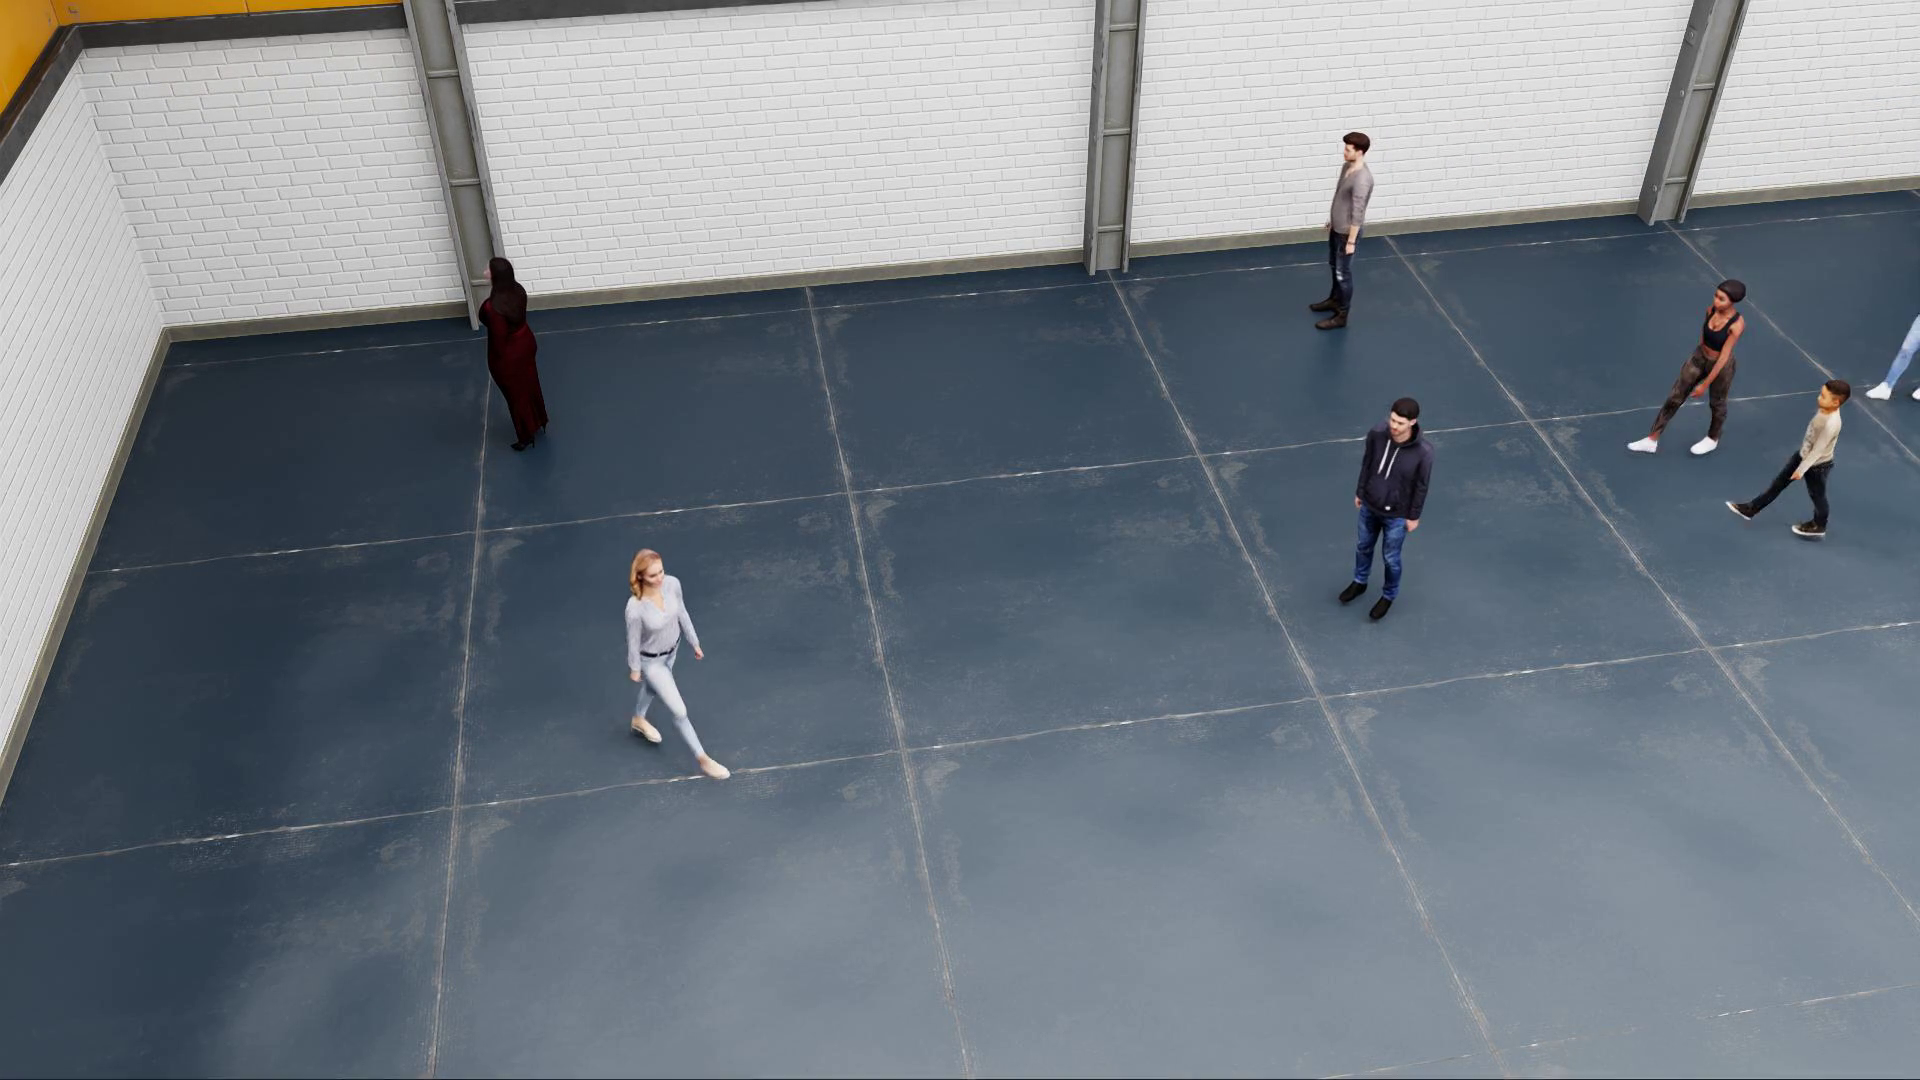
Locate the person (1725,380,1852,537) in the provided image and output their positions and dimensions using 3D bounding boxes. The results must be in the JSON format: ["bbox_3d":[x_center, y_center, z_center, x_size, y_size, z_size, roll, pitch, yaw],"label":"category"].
[{"bbox_3d":[6.676,-0.598,12.853,1.066,1.433,0.769,6,39,8],"label":"person"}]

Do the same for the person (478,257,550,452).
[{"bbox_3d":[-3.697,-1.558,13.794,0.744,1.759,0.753,9,40,11],"label":"person"}]

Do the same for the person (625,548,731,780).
[{"bbox_3d":[-2.021,0.747,10.921,1.167,1.744,1.139,26,45,29],"label":"person"}]

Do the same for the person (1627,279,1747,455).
[{"bbox_3d":[6.250,-1.397,13.672,1.060,1.660,0.690,-14,41,-17],"label":"person"}]

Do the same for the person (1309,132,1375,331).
[{"bbox_3d":[3.568,-2.858,15.309,0.621,1.899,0.727,-1,39,-1],"label":"person"}]

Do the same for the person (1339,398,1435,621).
[{"bbox_3d":[3.121,-0.266,12.074,0.765,1.886,0.781,31,48,33],"label":"person"}]
